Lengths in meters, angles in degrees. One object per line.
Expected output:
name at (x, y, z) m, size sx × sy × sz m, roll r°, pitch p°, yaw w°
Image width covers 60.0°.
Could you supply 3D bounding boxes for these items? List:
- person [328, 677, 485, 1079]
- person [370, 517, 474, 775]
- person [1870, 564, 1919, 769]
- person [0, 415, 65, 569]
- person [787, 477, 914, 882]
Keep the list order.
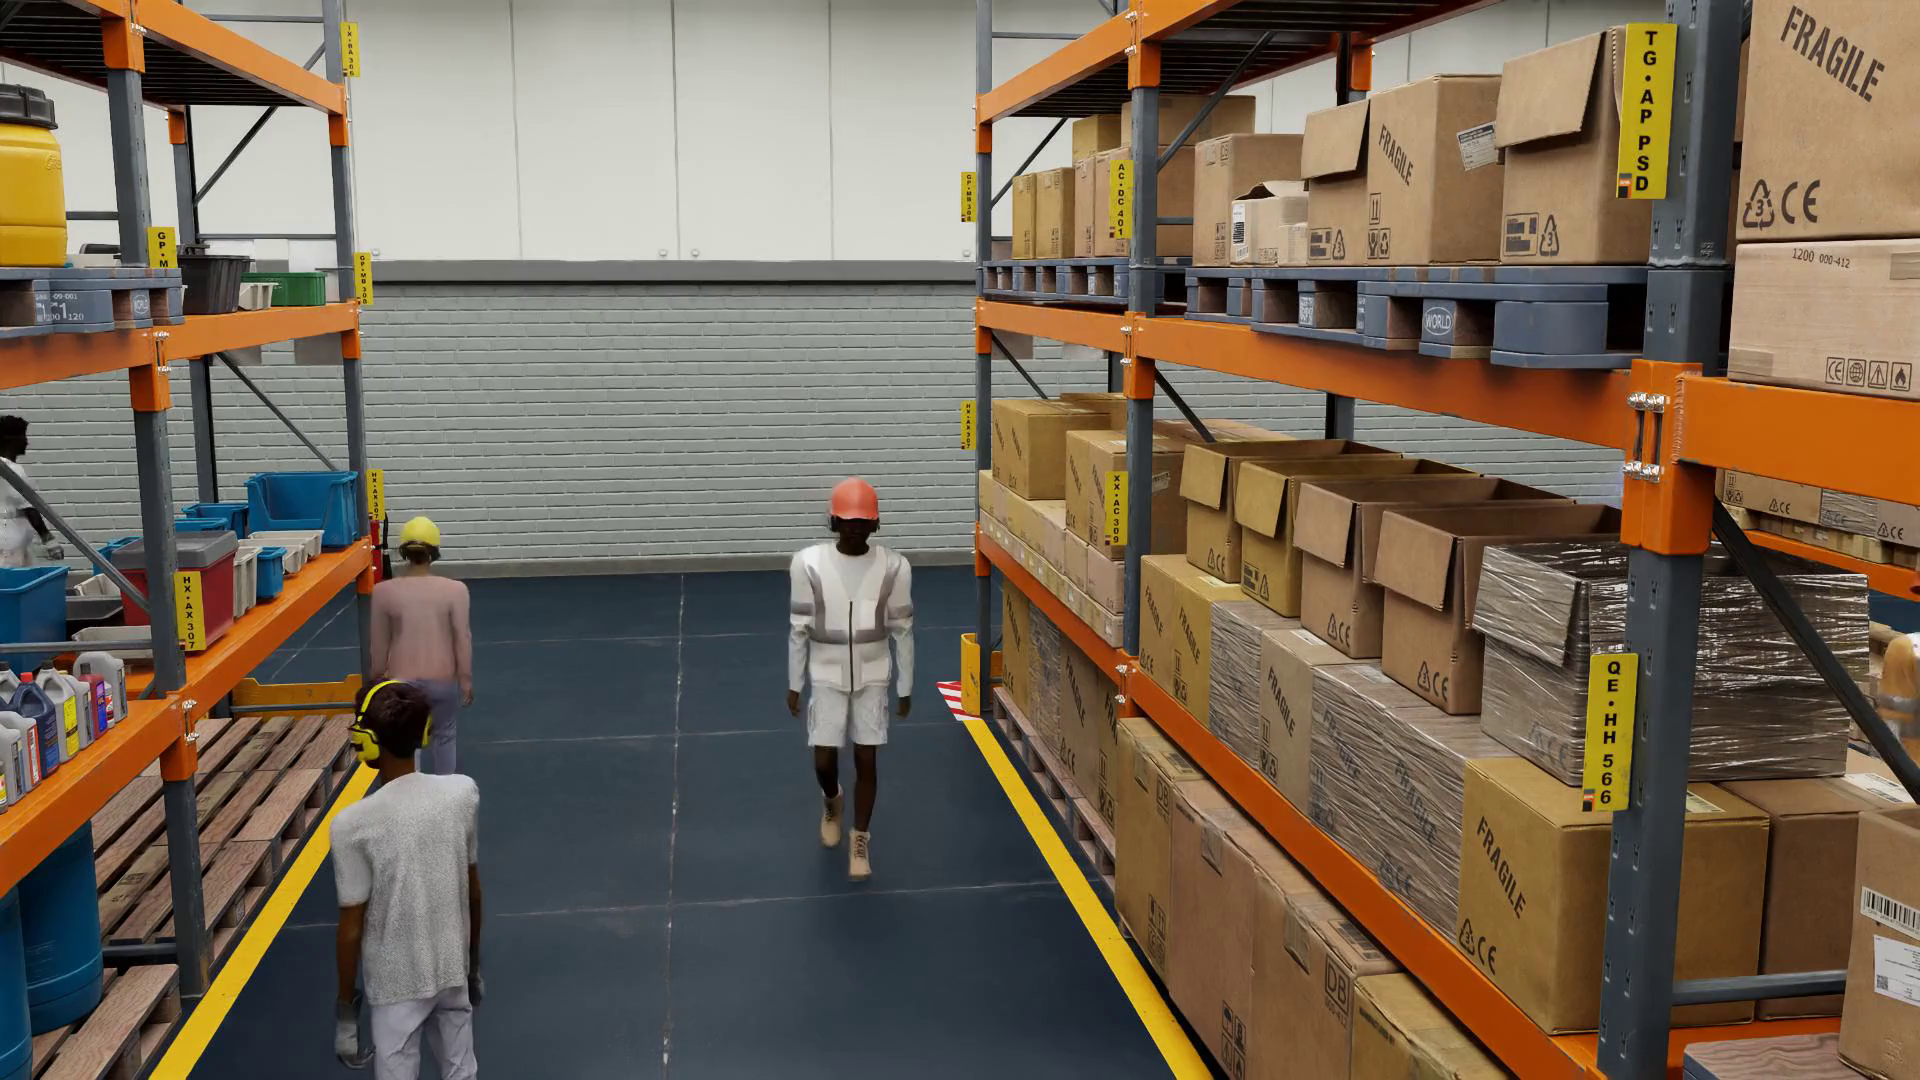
person at (-1.611, 1.322, 4.913) m, size 0.347 × 1.860 × 0.510 m, roll 7°, pitch 12°, yaw 38°
person at (-2.902, 0.731, 8.977) m, size 0.535 × 1.720 × 0.893 m, roll -2°, pitch 9°, yaw -10°
person at (3.974, 0.992, 6.825) m, size 0.585 × 1.903 × 0.504 m, roll 0°, pitch 9°, yaw -3°
person at (-7.235, -0.014, 12.932) m, size 0.967 × 1.917 × 0.608 m, roll -8°, pitch 12°, yaw -40°
person at (-0.545, 0.682, 8.322) m, size 0.644 × 2.028 × 0.512 m, roll -1°, pitch 9°, yaw -7°
